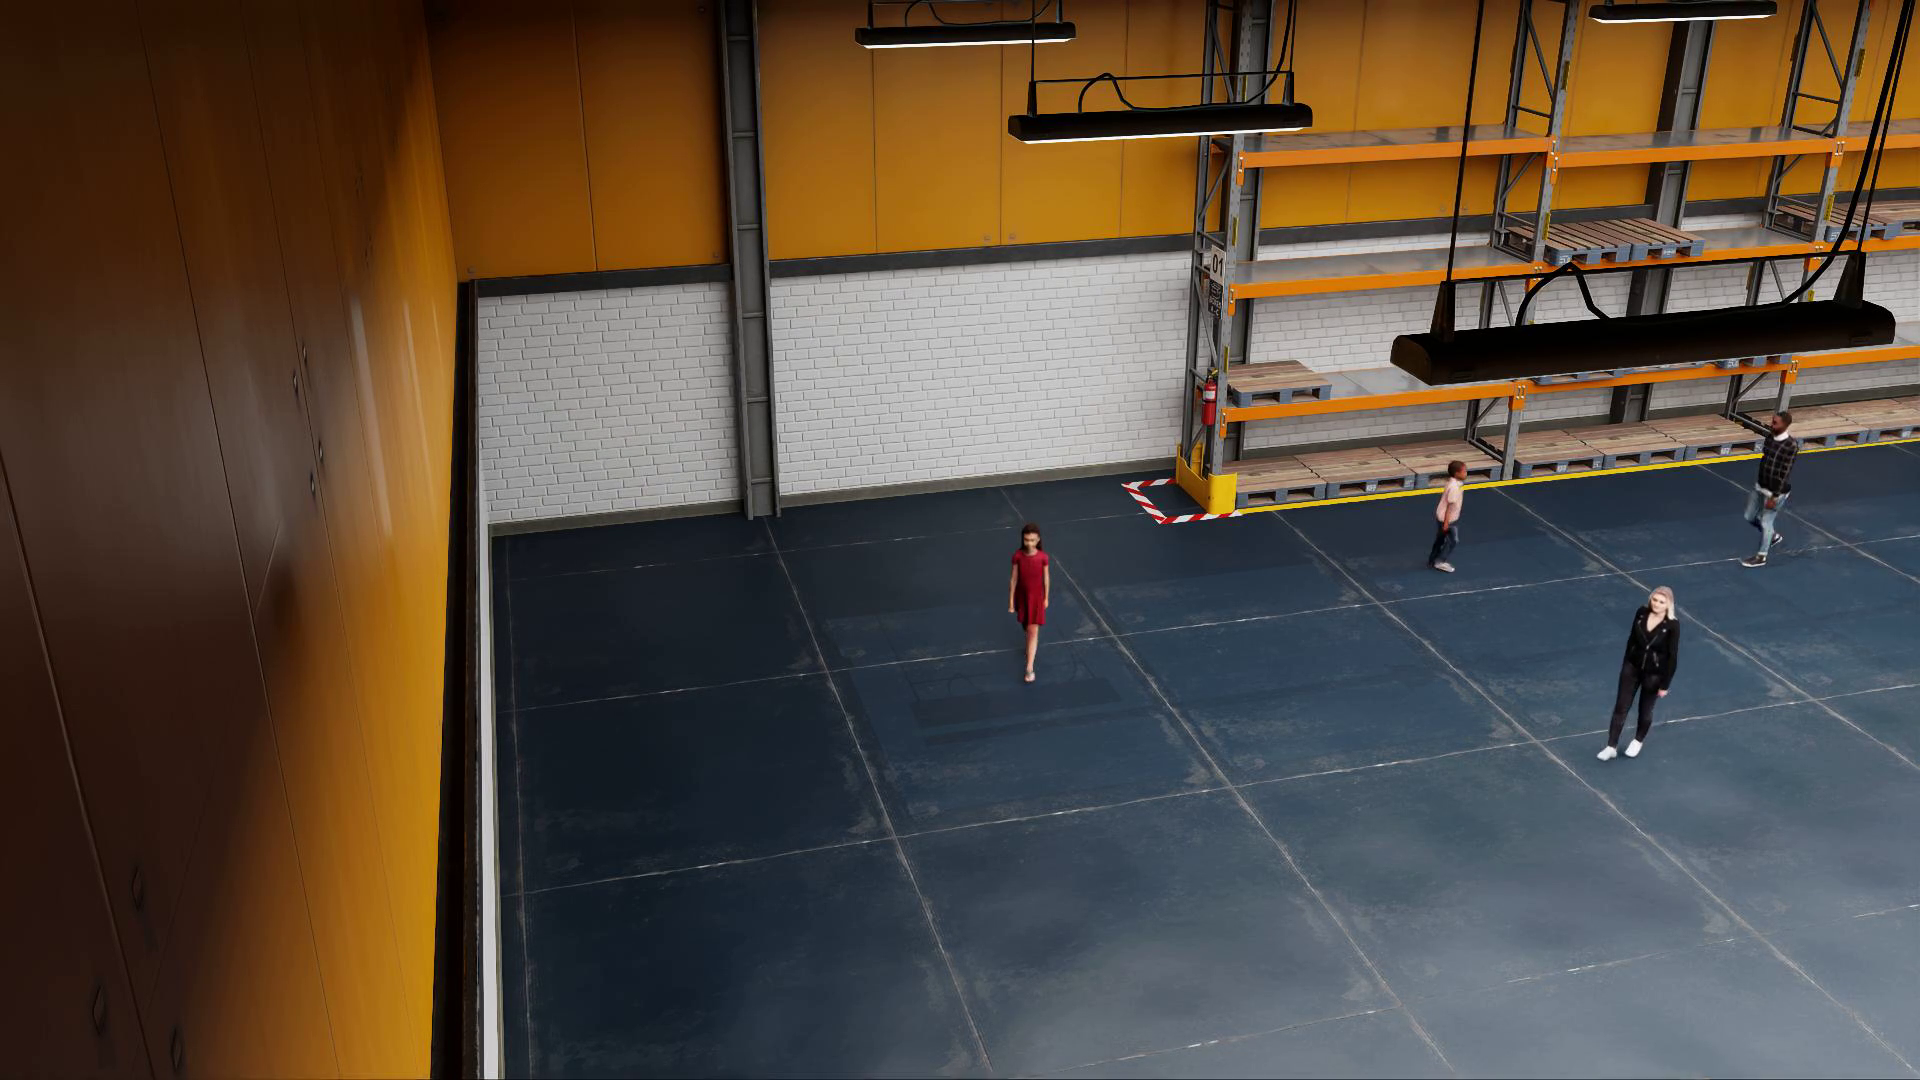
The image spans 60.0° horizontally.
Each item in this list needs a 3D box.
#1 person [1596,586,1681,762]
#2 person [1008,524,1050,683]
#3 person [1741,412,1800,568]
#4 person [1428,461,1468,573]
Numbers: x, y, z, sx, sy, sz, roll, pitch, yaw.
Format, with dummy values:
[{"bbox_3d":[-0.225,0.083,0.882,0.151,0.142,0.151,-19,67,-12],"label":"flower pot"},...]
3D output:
[{"bbox_3d":[6.084,1.145,14.648,0.960,1.674,0.858,-21,31,-39],"label":"person"},{"bbox_3d":[0.688,0.534,16.239,1.076,1.519,0.888,4,24,8],"label":"person"},{"bbox_3d":[9.056,-0.559,18.381,0.748,1.805,0.652,-5,24,-11],"label":"person"},{"bbox_3d":[5.312,-0.260,18.336,0.643,1.293,0.629,5,24,11],"label":"person"}]
